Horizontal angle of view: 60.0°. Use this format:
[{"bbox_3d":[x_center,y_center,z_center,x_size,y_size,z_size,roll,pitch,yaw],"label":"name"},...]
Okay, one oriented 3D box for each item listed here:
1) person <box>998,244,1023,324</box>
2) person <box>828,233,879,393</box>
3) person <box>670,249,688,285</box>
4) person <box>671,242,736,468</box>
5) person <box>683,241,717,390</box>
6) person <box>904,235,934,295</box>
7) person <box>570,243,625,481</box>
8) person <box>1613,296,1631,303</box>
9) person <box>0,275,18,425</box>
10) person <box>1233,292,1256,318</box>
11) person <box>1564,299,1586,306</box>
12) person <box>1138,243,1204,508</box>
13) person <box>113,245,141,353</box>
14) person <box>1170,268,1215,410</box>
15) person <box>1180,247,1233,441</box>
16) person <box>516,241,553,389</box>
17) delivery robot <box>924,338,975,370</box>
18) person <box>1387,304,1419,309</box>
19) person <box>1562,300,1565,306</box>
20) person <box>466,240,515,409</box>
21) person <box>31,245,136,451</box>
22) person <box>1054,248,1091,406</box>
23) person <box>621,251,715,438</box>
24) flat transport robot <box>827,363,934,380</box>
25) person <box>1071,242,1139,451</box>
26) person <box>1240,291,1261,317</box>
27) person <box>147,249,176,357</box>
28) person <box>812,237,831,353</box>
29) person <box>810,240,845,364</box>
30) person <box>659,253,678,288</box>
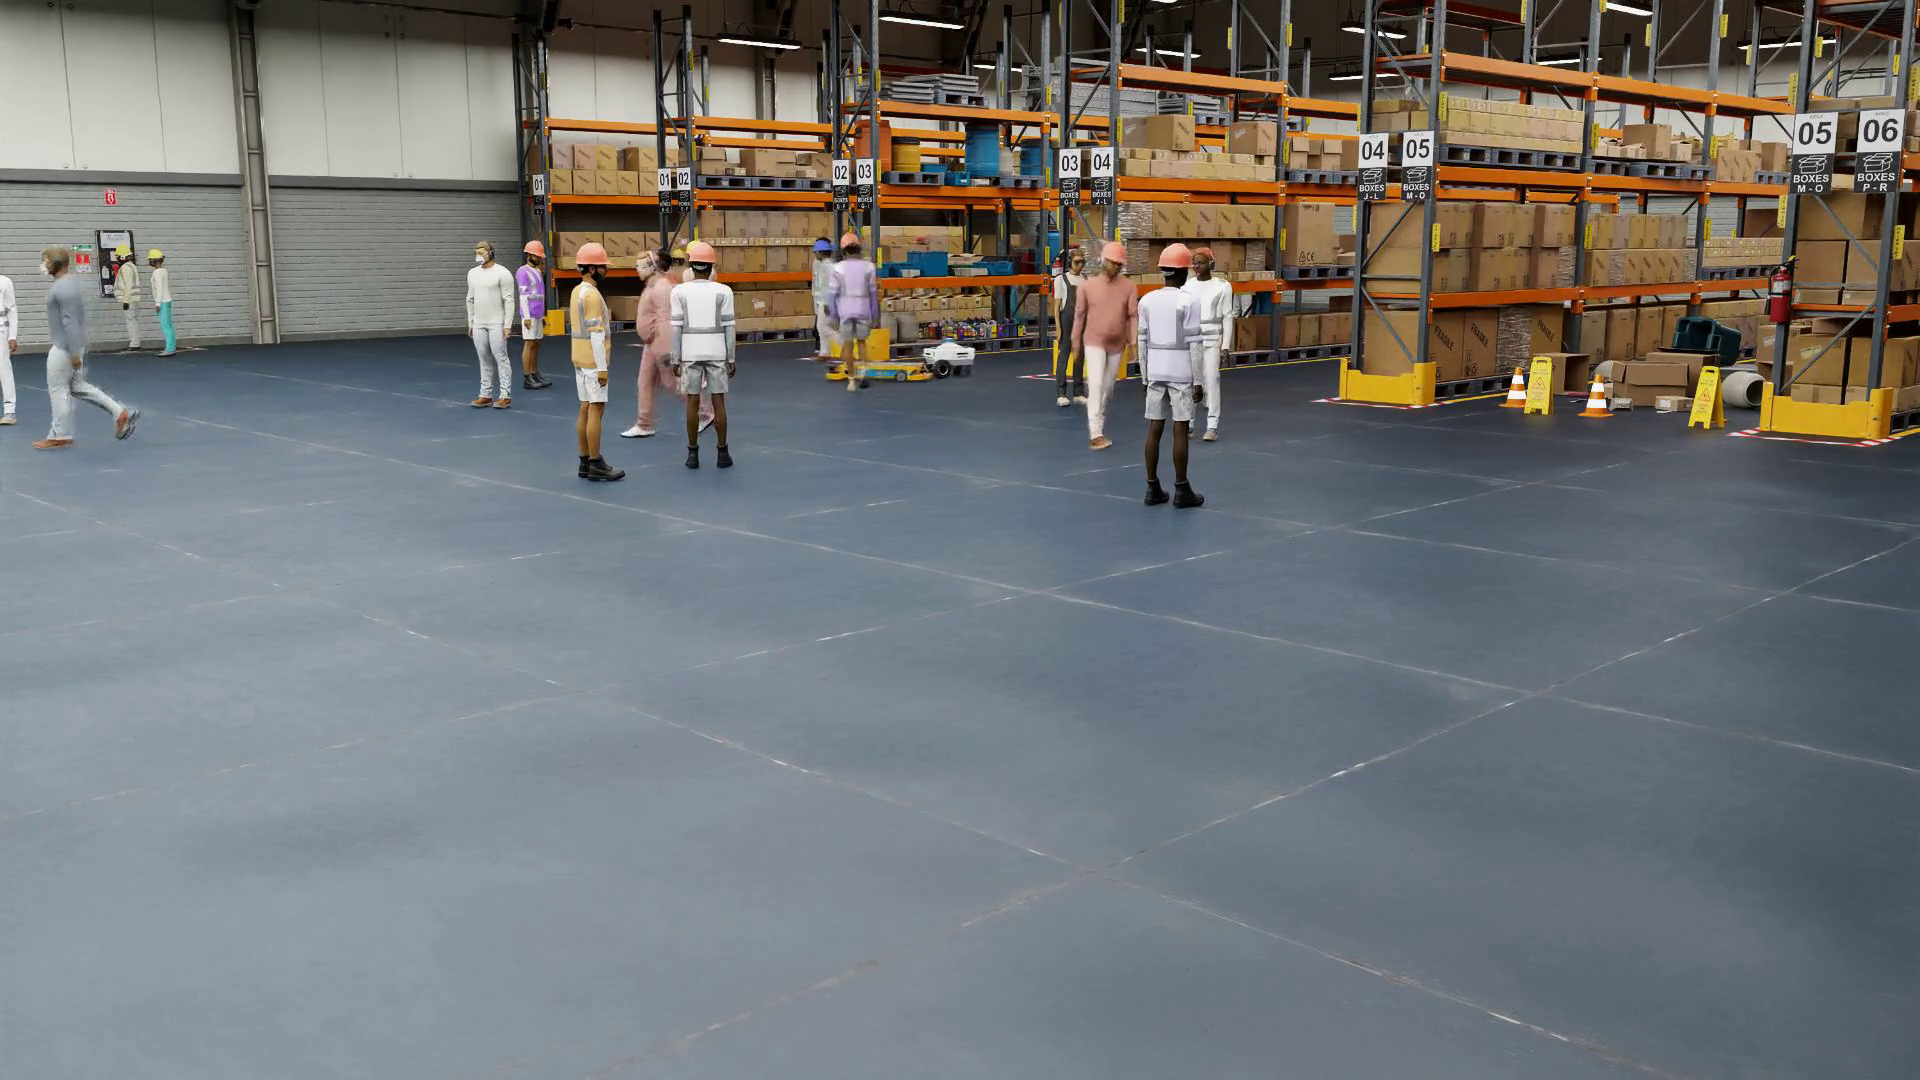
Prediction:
[{"bbox_3d":[1.049,-5.181,34.246,0.453,1.829,0.603,-8,13,-36],"label":"person"},{"bbox_3d":[-1.372,-2.908,21.320,0.652,2.026,0.436,-3,11,-14],"label":"person"},{"bbox_3d":[-5.048,-4.328,29.797,0.492,1.757,0.529,10,14,44],"label":"person"},{"bbox_3d":[-2.224,-1.604,14.457,0.552,1.935,0.360,-1,10,-7],"label":"person"},{"bbox_3d":[-3.415,-2.932,21.719,0.370,1.929,0.585,7,12,32],"label":"person"},{"bbox_3d":[-0.903,-5.742,36.855,0.631,1.992,1.035,8,13,38],"label":"person"},{"bbox_3d":[-3.010,-1.470,13.725,0.361,1.938,0.546,-6,12,-28],"label":"person"},{"bbox_3d":[13.976,-5.173,34.859,0.540,1.585,0.850,-3,11,-17],"label":"person"},{"bbox_3d":[-10.312,-2.165,17.666,0.575,1.882,0.359,-1,10,-4],"label":"person"},{"bbox_3d":[5.295,-4.598,31.060,0.430,1.840,0.620,-8,13,-39],"label":"person"},{"bbox_3d":[9.968,-3.771,26.991,0.363,1.680,0.596,0,10,2],"label":"person"},{"bbox_3d":[1.583,-1.224,12.381,0.543,1.939,0.360,9,13,39],"label":"person"},{"bbox_3d":[-14.266,-4.126,28.496,0.404,1.832,0.600,-4,11,-19],"label":"person"},{"bbox_3d":[2.703,-2.445,19.291,0.657,1.856,0.815,-6,12,-31],"label":"person"},{"bbox_3d":[2.379,-1.921,16.332,0.582,1.882,0.338,6,12,29],"label":"person"},{"bbox_3d":[-5.606,-2.970,21.934,0.372,1.928,0.543,2,11,8],"label":"person"},{"bbox_3d":[-0.144,-2.636,23.720,0.707,0.478,0.477,-5,12,-27],"label":"delivery robot"},{"bbox_3d":[6.503,-3.338,24.320,0.591,1.781,0.924,6,12,28],"label":"person"},{"bbox_3d":[10.656,-4.151,28.935,0.760,1.720,0.484,-10,14,-43],"label":"person"},{"bbox_3d":[-5.478,-2.508,19.382,0.635,1.938,0.359,4,11,23],"label":"person"},{"bbox_3d":[-8.350,-1.820,15.703,0.827,1.920,0.637,-4,11,-23],"label":"person"},{"bbox_3d":[1.348,-2.516,19.680,0.508,1.846,0.345,-6,12,-28],"label":"person"},{"bbox_3d":[-2.920,-1.949,16.578,0.906,1.860,0.651,-5,11,-24],"label":"person"},{"bbox_3d":[-1.108,-2.369,23.290,1.431,0.197,0.652,1,10,5],"label":"flat transport robot"},{"bbox_3d":[1.379,-1.855,15.860,0.609,1.944,0.986,-3,11,-15],"label":"person"},{"bbox_3d":[5.624,-4.910,32.339,0.392,1.991,0.613,-7,13,-34],"label":"person"},{"bbox_3d":[-13.300,-3.942,27.672,0.331,1.767,0.527,-2,11,-11],"label":"person"},{"bbox_3d":[-2.356,-4.216,28.618,0.374,1.966,0.608,2,11,9],"label":"person"},{"bbox_3d":[-2.039,-3.718,26.013,0.578,1.928,0.599,0,10,2],"label":"person"},{"bbox_3d":[-5.156,-4.177,29.181,0.369,1.683,0.534,-6,12,-31],"label":"person"}]
